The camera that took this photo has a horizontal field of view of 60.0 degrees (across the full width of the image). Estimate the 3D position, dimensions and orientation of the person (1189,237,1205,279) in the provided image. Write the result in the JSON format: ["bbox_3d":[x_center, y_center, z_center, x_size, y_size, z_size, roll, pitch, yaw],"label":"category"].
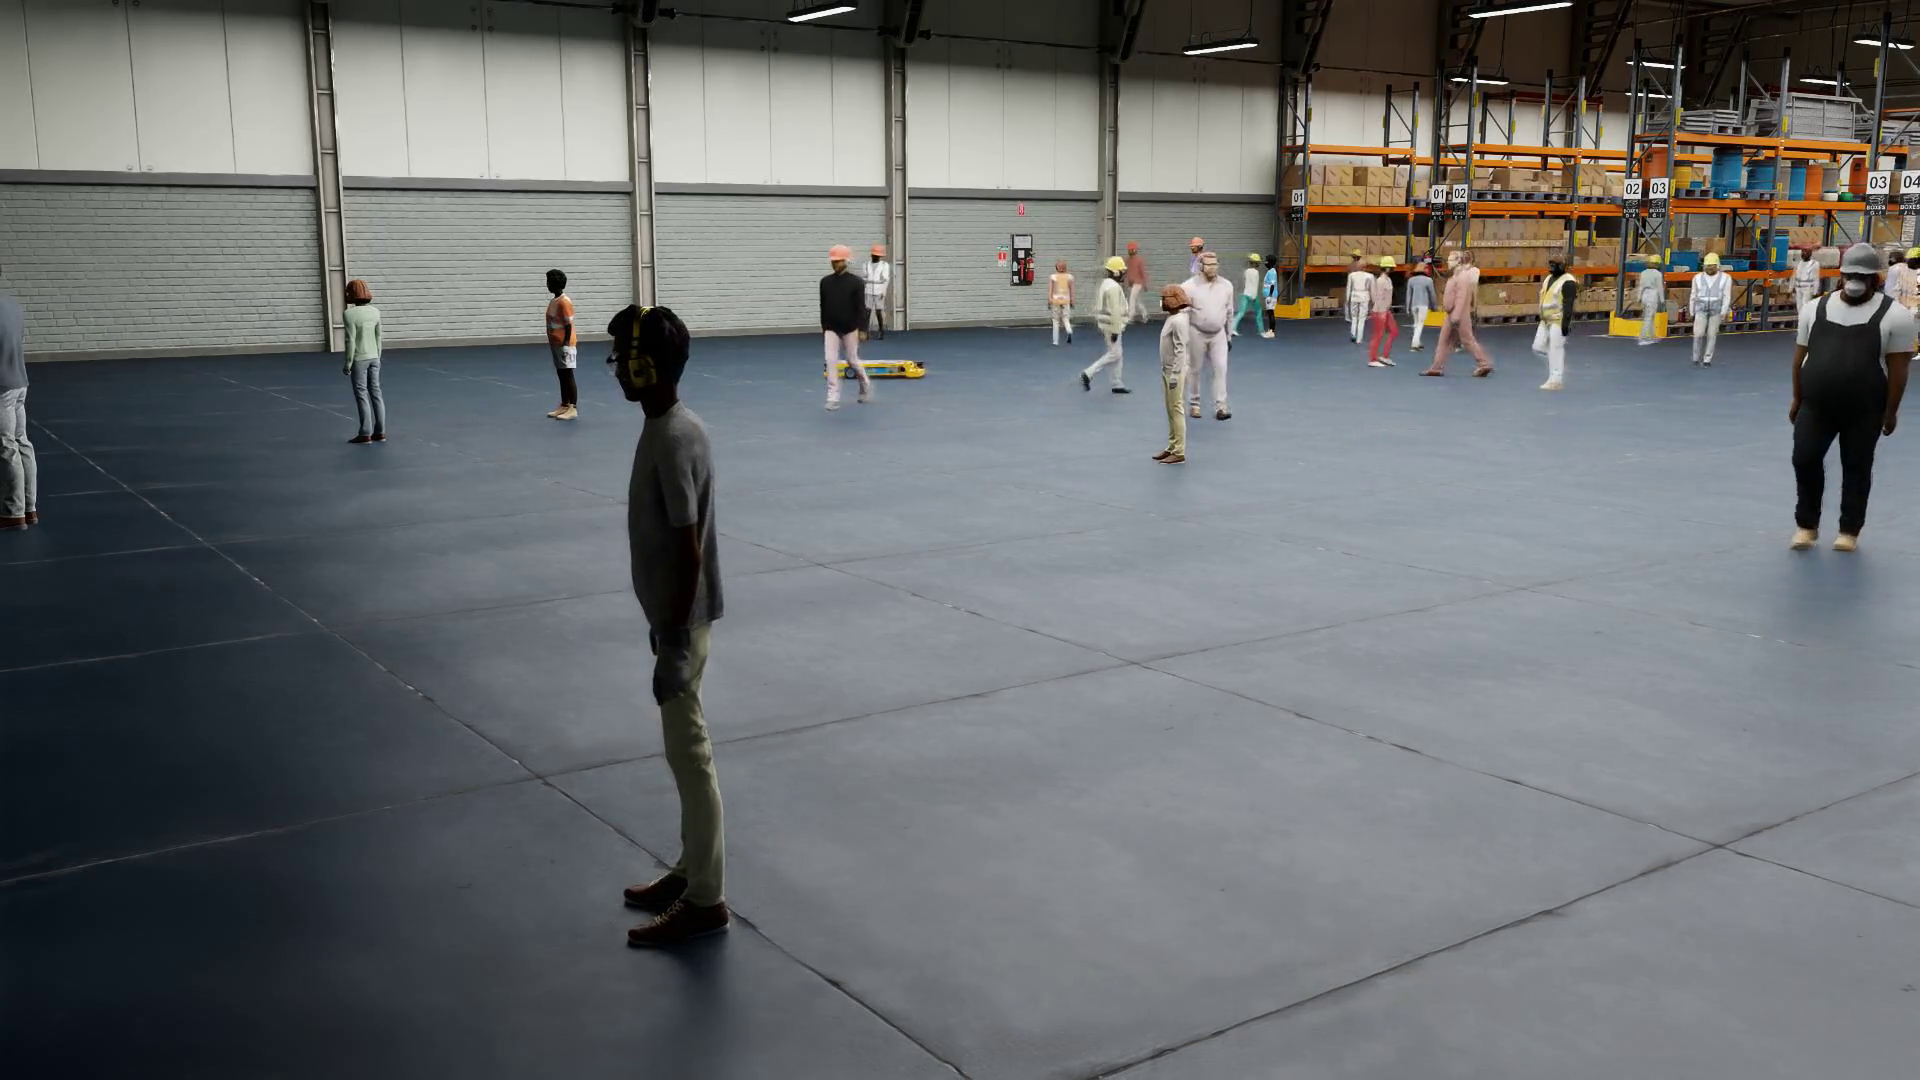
[{"bbox_3d":[4.966,-5.329,34.968,0.371,2.044,0.608,-2,11,-13],"label":"person"}]

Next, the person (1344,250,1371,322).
[{"bbox_3d":[9.624,-6.139,40.236,0.852,1.725,0.551,-7,13,-36],"label":"person"}]

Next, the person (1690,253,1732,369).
[{"bbox_3d":[11.665,-3.555,25.907,0.589,1.802,0.692,5,12,27],"label":"person"}]

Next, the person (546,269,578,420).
[{"bbox_3d":[-4.498,-2.201,18.766,0.322,1.697,0.531,-6,12,-28],"label":"person"}]

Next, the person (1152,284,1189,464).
[{"bbox_3d":[1.929,-1.511,15.157,0.279,1.633,0.505,-1,10,-3],"label":"person"}]

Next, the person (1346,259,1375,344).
[{"bbox_3d":[7.768,-4.617,32.193,0.546,1.618,0.523,5,12,27],"label":"person"}]

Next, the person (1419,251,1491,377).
[{"bbox_3d":[7.368,-3.316,24.459,0.990,1.862,0.660,0,10,0],"label":"person"}]

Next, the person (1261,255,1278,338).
[{"bbox_3d":[6.309,-4.956,33.871,0.315,1.696,0.541,1,10,8],"label":"person"}]

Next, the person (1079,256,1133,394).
[{"bbox_3d":[1.910,-2.776,21.622,0.673,1.814,0.600,-1,10,-6],"label":"person"}]

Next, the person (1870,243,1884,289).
[{"bbox_3d":[23.129,-6.563,42.146,1.033,1.884,0.653,-6,12,-30],"label":"person"}]

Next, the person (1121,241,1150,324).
[{"bbox_3d":[4.185,-6.081,39.346,0.942,1.958,0.634,-7,13,-35],"label":"person"}]

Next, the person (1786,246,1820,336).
[{"bbox_3d":[17.485,-5.151,34.492,0.462,1.866,0.595,-4,11,-20],"label":"person"}]

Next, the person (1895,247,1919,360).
[{"bbox_3d":[15.762,-3.901,27.594,1.016,1.873,0.608,-2,11,-10],"label":"person"}]

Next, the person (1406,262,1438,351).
[{"bbox_3d":[8.326,-4.210,30.033,0.670,1.605,0.513,-9,13,-39],"label":"person"}]

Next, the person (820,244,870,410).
[{"bbox_3d":[-1.384,-2.572,20.071,0.622,1.970,0.859,4,11,23],"label":"person"}]

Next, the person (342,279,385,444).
[{"bbox_3d":[-5.972,-1.779,16.627,0.271,1.632,0.508,4,11,20],"label":"person"}]

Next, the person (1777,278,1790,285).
[{"bbox_3d":[24.101,-7.711,48.519,0.521,1.862,0.604,0,10,1],"label":"person"}]

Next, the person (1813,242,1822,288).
[{"bbox_3d":[22.529,-6.866,43.752,0.855,1.901,0.564,-1,10,-7],"label":"person"}]

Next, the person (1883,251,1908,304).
[{"bbox_3d":[16.810,-4.275,29.845,0.639,1.804,0.581,-6,12,-29],"label":"person"}]

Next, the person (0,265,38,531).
[{"bbox_3d":[-6.756,-1.028,11.675,0.373,1.940,0.628,-2,10,-9],"label":"person"}]

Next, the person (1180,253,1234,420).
[{"bbox_3d":[2.806,-2.275,18.698,0.679,1.869,0.911,-2,10,-9],"label":"person"}]

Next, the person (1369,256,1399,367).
[{"bbox_3d":[6.746,-3.596,26.271,0.546,1.747,0.545,6,12,31],"label":"person"}]

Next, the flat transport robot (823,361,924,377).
[{"bbox_3d":[-1.263,-2.526,24.460,1.431,0.197,0.652,0,10,2],"label":"flat transport robot"}]

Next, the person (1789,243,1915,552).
[{"bbox_3d":[5.750,-0.921,10.808,0.705,2.000,0.632,9,14,40],"label":"person"}]

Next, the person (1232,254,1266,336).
[{"bbox_3d":[5.994,-5.071,34.456,0.905,1.717,0.528,-4,11,-20],"label":"person"}]

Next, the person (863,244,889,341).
[{"bbox_3d":[-1.674,-4.916,33.073,0.560,1.906,0.606,3,11,13],"label":"person"}]

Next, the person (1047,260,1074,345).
[{"bbox_3d":[1.921,-4.487,31.511,0.519,1.626,0.475,-2,11,-13],"label":"person"}]

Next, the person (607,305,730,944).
[{"bbox_3d":[-0.854,0.253,4.863,0.335,1.864,0.521,-2,10,-9],"label":"person"}]

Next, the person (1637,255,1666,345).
[{"bbox_3d":[13.287,-4.585,31.802,0.817,1.708,0.500,-4,11,-22],"label":"person"}]

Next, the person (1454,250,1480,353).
[{"bbox_3d":[8.996,-4.226,29.539,0.517,1.813,0.563,9,14,42],"label":"person"}]

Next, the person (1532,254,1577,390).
[{"bbox_3d":[7.997,-2.924,22.367,0.445,1.827,0.655,-2,11,-12],"label":"person"}]
